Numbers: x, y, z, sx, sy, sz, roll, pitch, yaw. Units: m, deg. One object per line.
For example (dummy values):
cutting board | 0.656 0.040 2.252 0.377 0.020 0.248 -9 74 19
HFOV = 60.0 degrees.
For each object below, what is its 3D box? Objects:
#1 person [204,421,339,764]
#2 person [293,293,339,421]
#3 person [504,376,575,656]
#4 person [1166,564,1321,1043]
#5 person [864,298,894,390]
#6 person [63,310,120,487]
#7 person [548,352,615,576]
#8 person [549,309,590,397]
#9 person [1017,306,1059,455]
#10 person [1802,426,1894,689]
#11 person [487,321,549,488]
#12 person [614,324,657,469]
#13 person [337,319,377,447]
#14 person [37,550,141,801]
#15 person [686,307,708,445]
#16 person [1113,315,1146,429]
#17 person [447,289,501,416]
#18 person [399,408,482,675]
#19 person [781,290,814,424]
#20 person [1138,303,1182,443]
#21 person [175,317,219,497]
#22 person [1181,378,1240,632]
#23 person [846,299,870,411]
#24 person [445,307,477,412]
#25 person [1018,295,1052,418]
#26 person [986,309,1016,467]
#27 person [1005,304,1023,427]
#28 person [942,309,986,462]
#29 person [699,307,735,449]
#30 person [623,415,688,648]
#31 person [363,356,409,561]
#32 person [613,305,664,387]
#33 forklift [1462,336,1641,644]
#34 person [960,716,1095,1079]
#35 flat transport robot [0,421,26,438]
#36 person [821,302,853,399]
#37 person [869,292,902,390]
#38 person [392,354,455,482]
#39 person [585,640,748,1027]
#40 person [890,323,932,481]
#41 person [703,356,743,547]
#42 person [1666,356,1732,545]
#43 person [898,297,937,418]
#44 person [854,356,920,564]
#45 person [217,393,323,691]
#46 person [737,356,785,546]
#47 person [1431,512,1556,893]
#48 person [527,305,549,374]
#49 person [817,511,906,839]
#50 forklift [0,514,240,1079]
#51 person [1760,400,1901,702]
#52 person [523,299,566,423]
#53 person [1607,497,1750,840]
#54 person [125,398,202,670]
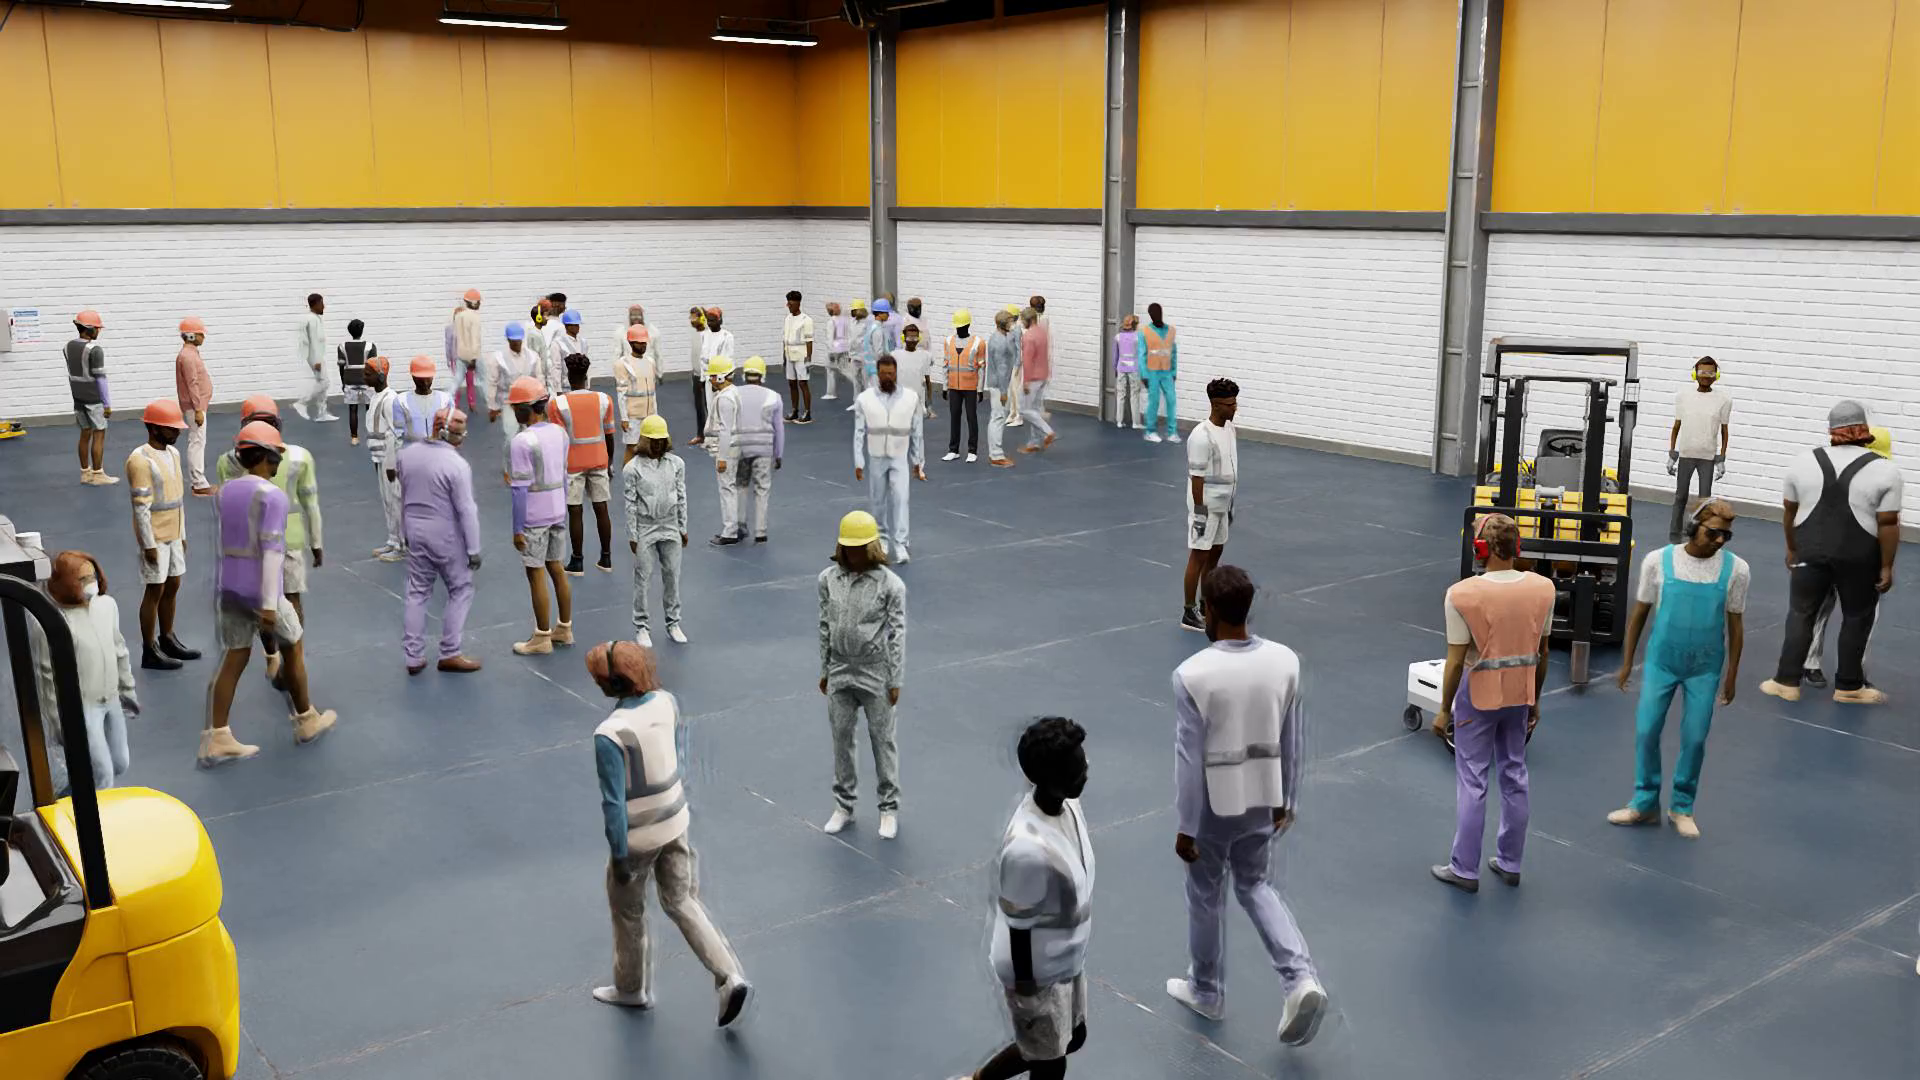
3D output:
person | -4.163 0.299 9.906 0.633 1.982 0.983 6 13 28
person | -9.538 -2.683 24.527 0.501 1.902 0.620 -4 12 -17
person | -3.077 -0.172 12.092 0.406 2.035 0.611 4 12 20
person | 1.117 1.046 6.547 0.600 1.896 0.732 -6 13 -28
person | -1.092 -2.296 22.554 0.405 1.943 0.615 -2 12 -9
person | -9.971 -1.625 19.125 0.619 2.028 0.410 6 13 28
person | -3.318 -0.663 14.618 0.603 1.967 0.366 -8 14 -33
person | -4.755 -1.857 20.427 0.389 1.949 0.602 7 14 30
person | 0.996 -2.035 21.386 0.552 1.908 0.671 5 13 23
person | 5.972 0.136 11.136 0.687 1.801 0.580 -3 12 -15
person | -5.003 -1.518 18.837 0.630 1.926 0.450 -8 14 -35
person | -3.495 -1.385 18.173 0.358 1.938 0.542 8 14 34
person | -7.996 -2.088 22.152 0.536 1.697 0.322 -1 12 -6
person | -4.368 0.828 8.271 0.599 1.614 0.506 2 12 11
person | -3.435 -2.179 22.181 0.340 1.870 0.537 -10 16 -41
person | 2.427 -2.400 23.808 0.515 1.636 0.315 8 14 33
person | -7.357 -2.778 24.916 0.610 1.947 1.042 10 15 39
person | -3.664 0.015 11.618 0.690 1.872 0.515 6 13 27
person | -2.388 -2.680 24.395 0.607 1.958 0.373 11 16 43
person | 2.741 -2.239 22.422 0.617 1.882 0.674 -6 13 -25
person | -8.477 -1.477 18.479 0.376 1.996 0.608 -6 13 -26
person | 1.947 -0.277 12.788 0.386 1.957 0.603 8 14 33
person | -1.551 -2.847 25.708 0.493 1.742 0.322 10 15 39
person | -7.671 -2.781 25.653 0.497 1.633 0.279 -4 12 -19
person | 1.145 -2.758 25.039 0.429 1.842 0.629 -8 14 -33
person | 0.503 -1.871 20.520 0.355 1.936 0.635 -1 12 -4
person | 0.746 -2.526 24.104 0.316 1.766 0.533 -4 12 -17
person | 0.037 -1.930 20.858 0.585 1.918 0.379 5 13 24
person | -3.189 -2.116 21.865 0.587 1.876 0.354 9 15 37
person | -2.236 -0.066 12.301 0.480 1.733 0.338 -8 14 -33
person | -5.249 -0.744 15.240 0.352 1.878 0.568 -6 13 -27
person | -4.394 -2.280 22.714 0.670 1.856 1.006 -2 12 -10
forklift | 4.683 -0.471 13.136 1.214 2.155 2.313 4 12 20
person | 0.211 1.372 5.464 0.504 1.682 0.541 4 12 17
flat transport robot | -13.704 -1.521 22.879 1.431 0.197 0.652 3 12 14
person | -1.962 -3.084 27.167 0.660 1.615 0.514 6 13 29
person | -1.186 -2.794 25.106 0.650 1.897 1.021 11 16 44
person | -4.760 -0.698 14.861 0.544 1.937 0.358 -5 13 -25
person | -1.193 1.171 6.620 0.713 1.604 0.535 6 13 28
person | -0.580 -1.595 19.415 0.513 1.853 0.342 -1 12 -7
person | -2.236 -0.846 15.876 0.403 1.817 0.601 0 12 -1
person | 6.773 -0.755 15.285 0.517 1.876 0.324 7 14 31
person | -0.719 -2.774 25.185 0.870 1.818 0.618 7 14 30
person | -0.656 -0.725 15.128 0.613 1.879 0.974 -1 12 -6
person | -4.646 0.030 11.213 0.656 2.013 0.857 -4 13 -21
person | -1.998 -0.854 15.949 0.633 1.795 0.536 0 12 1
person | 2.539 0.784 7.936 0.565 1.840 0.390 -3 12 -16
person | -5.669 -2.228 22.450 0.326 1.859 0.508 -3 12 -16
person | -0.518 0.696 8.622 0.487 1.737 0.324 4 13 21
forklift | -3.687 1.115 5.480 2.313 2.155 1.214 -9 15 -36
person | 5.786 0.060 10.946 0.718 2.000 0.536 10 15 39
person | -5.910 -2.491 23.699 0.635 1.861 0.508 -2 12 -9
person | 3.714 0.660 8.576 0.571 1.825 0.393 5 13 21
person | -5.602 -0.042 11.752 0.421 1.920 0.543 1 12 4
